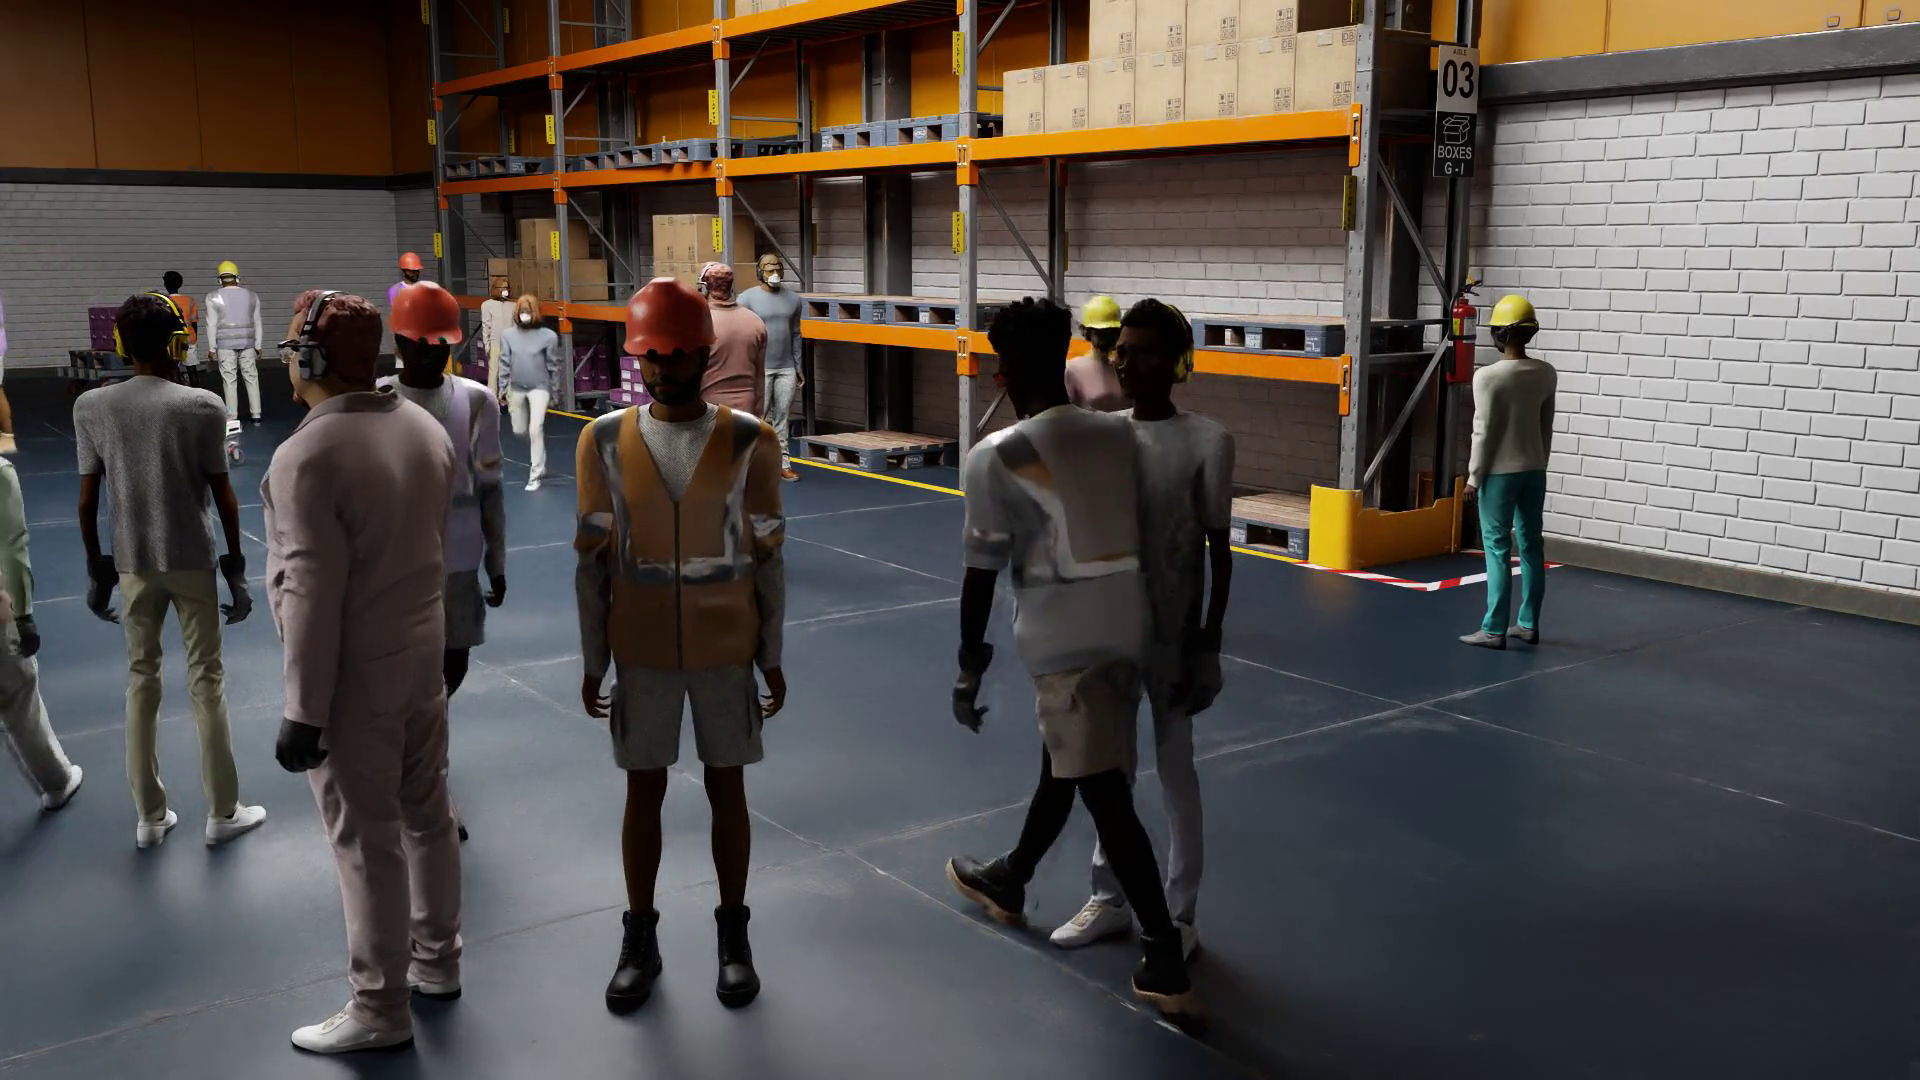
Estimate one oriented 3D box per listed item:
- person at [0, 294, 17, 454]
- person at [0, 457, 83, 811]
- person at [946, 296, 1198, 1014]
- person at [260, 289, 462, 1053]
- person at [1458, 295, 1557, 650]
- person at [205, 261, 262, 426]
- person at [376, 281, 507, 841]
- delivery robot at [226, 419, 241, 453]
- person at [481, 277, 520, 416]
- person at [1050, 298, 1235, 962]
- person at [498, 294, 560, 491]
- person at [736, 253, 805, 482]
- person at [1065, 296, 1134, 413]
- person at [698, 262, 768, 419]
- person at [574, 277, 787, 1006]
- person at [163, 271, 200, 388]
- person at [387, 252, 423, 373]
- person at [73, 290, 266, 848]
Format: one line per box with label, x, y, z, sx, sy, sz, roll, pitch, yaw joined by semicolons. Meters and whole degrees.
person;-9.360;-1.831;15.948;0.394;2.039;0.614;-6;12;-29
person;-3.336;0.248;5.581;0.562;1.578;0.887;1;10;5
person;0.313;0.285;4.567;0.612;1.877;1.089;-8;13;-36
person;-1.520;0.334;4.191;0.401;1.910;0.640;2;10;13
person;2.734;-0.332;8.318;0.526;1.769;0.328;-5;11;-26
person;-7.990;-2.147;18.314;0.593;1.826;0.403;-9;13;-41
person;-1.898;0.040;5.864;0.551;1.910;0.838;-6;12;-31
delivery robot;-6.879;-0.967;14.991;0.707;0.478;0.477;1;10;4
person;-5.404;-2.283;19.640;0.497;1.629;0.277;-9;14;-42
person;0.510;0.268;4.654;0.513;1.876;0.328;8;13;38
person;-3.559;-1.244;13.848;0.501;1.613;0.684;1;10;7
person;-1.593;-1.441;14.044;0.637;1.938;0.357;-7;12;-35
person;0.756;-0.386;8.654;0.560;1.754;0.408;-4;11;-22
person;-1.492;-0.753;10.285;0.408;1.909;0.638;10;14;43
person;-0.730;0.286;4.381;0.552;1.935;0.374;-1;10;-5
person;-9.286;-2.339;19.751;0.319;1.697;0.533;7;12;34
person;-6.136;-2.257;18.680;0.428;1.926;0.549;6;12;32
person;-2.661;0.105;5.584;0.535;1.868;0.309;-1;10;-5
